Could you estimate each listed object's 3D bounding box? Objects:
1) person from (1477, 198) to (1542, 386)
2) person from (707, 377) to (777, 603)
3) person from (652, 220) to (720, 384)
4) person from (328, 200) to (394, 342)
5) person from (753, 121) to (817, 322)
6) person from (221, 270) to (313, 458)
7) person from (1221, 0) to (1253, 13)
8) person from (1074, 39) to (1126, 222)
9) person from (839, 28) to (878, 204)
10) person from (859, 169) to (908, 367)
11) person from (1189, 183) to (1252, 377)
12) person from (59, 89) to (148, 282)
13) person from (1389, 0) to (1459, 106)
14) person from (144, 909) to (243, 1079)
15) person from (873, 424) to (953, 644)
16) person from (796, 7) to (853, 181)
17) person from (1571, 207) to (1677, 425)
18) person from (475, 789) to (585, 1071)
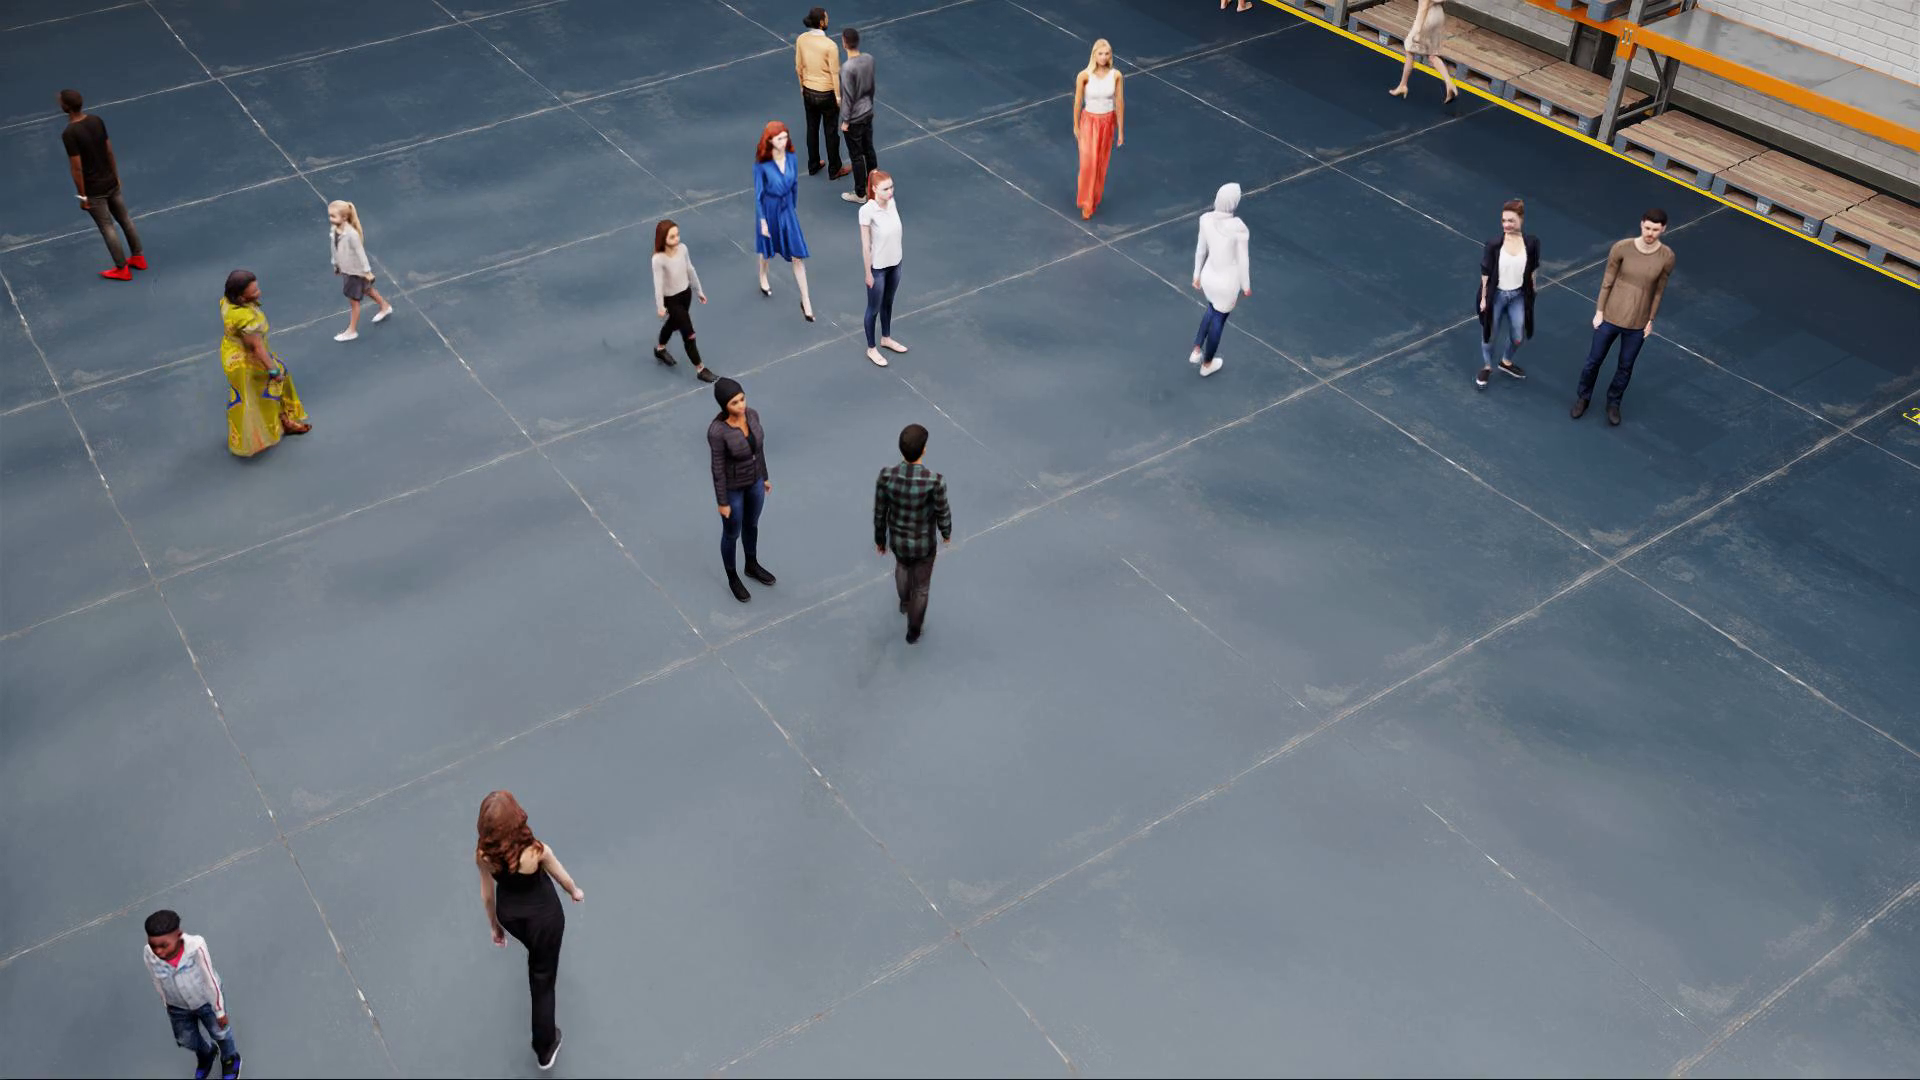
[{"bbox_3d":[4.536,-2.021,13.794,0.810,1.664,0.851,-2,39,-3],"label":"person"},{"bbox_3d":[-1.548,-0.370,11.662,0.645,1.745,0.671,29,47,31],"label":"person"},{"bbox_3d":[-2.436,-2.045,13.996,1.053,1.450,0.806,22,43,25],"label":"person"},{"bbox_3d":[-5.275,-2.411,14.619,0.865,1.244,0.718,28,47,31],"label":"person"},{"bbox_3d":[-1.665,-2.854,14.744,0.688,1.781,1.112,-20,43,-24],"label":"person"},{"bbox_3d":[-5.613,-1.364,13.011,0.891,1.615,0.858,-25,45,-28],"label":"person"},{"bbox_3d":[3.450,-7.452,20.447,0.635,1.849,0.758,20,43,23],"label":"person"},{"bbox_3d":[1.327,-4.059,16.249,0.818,1.785,0.935,-6,39,-8],"label":"person"},{"bbox_3d":[-1.006,-4.199,16.444,0.654,1.761,0.683,24,44,27],"label":"person"},{"bbox_3d":[-0.670,-2.334,14.126,0.609,1.739,0.619,27,46,30],"label":"person"},{"bbox_3d":[2.115,-2.114,13.829,0.716,1.766,0.605,-32,48,-33],"label":"person"},{"bbox_3d":[-7.872,-3.259,15.229,0.743,1.807,0.717,11,40,14],"label":"person"},{"bbox_3d":[5.192,-5.553,18.180,0.656,1.710,1.094,-27,46,-30],"label":"person"},{"bbox_3d":[-3.975,2.331,8.673,0.591,1.255,0.636,-5,39,-6],"label":"person"},{"bbox_3d":[-0.355,0.018,11.326,0.918,1.699,0.942,12,40,14],"label":"person"},{"bbox_3d":[-1.416,-4.522,16.856,0.681,1.751,0.804,20,43,23],"label":"person"},{"bbox_3d":[5.343,-1.810,13.350,0.717,1.889,0.804,11,40,14],"label":"person"},{"bbox_3d":[-2.254,2.058,8.667,1.042,1.687,1.203,1,39,1],"label":"person"}]
